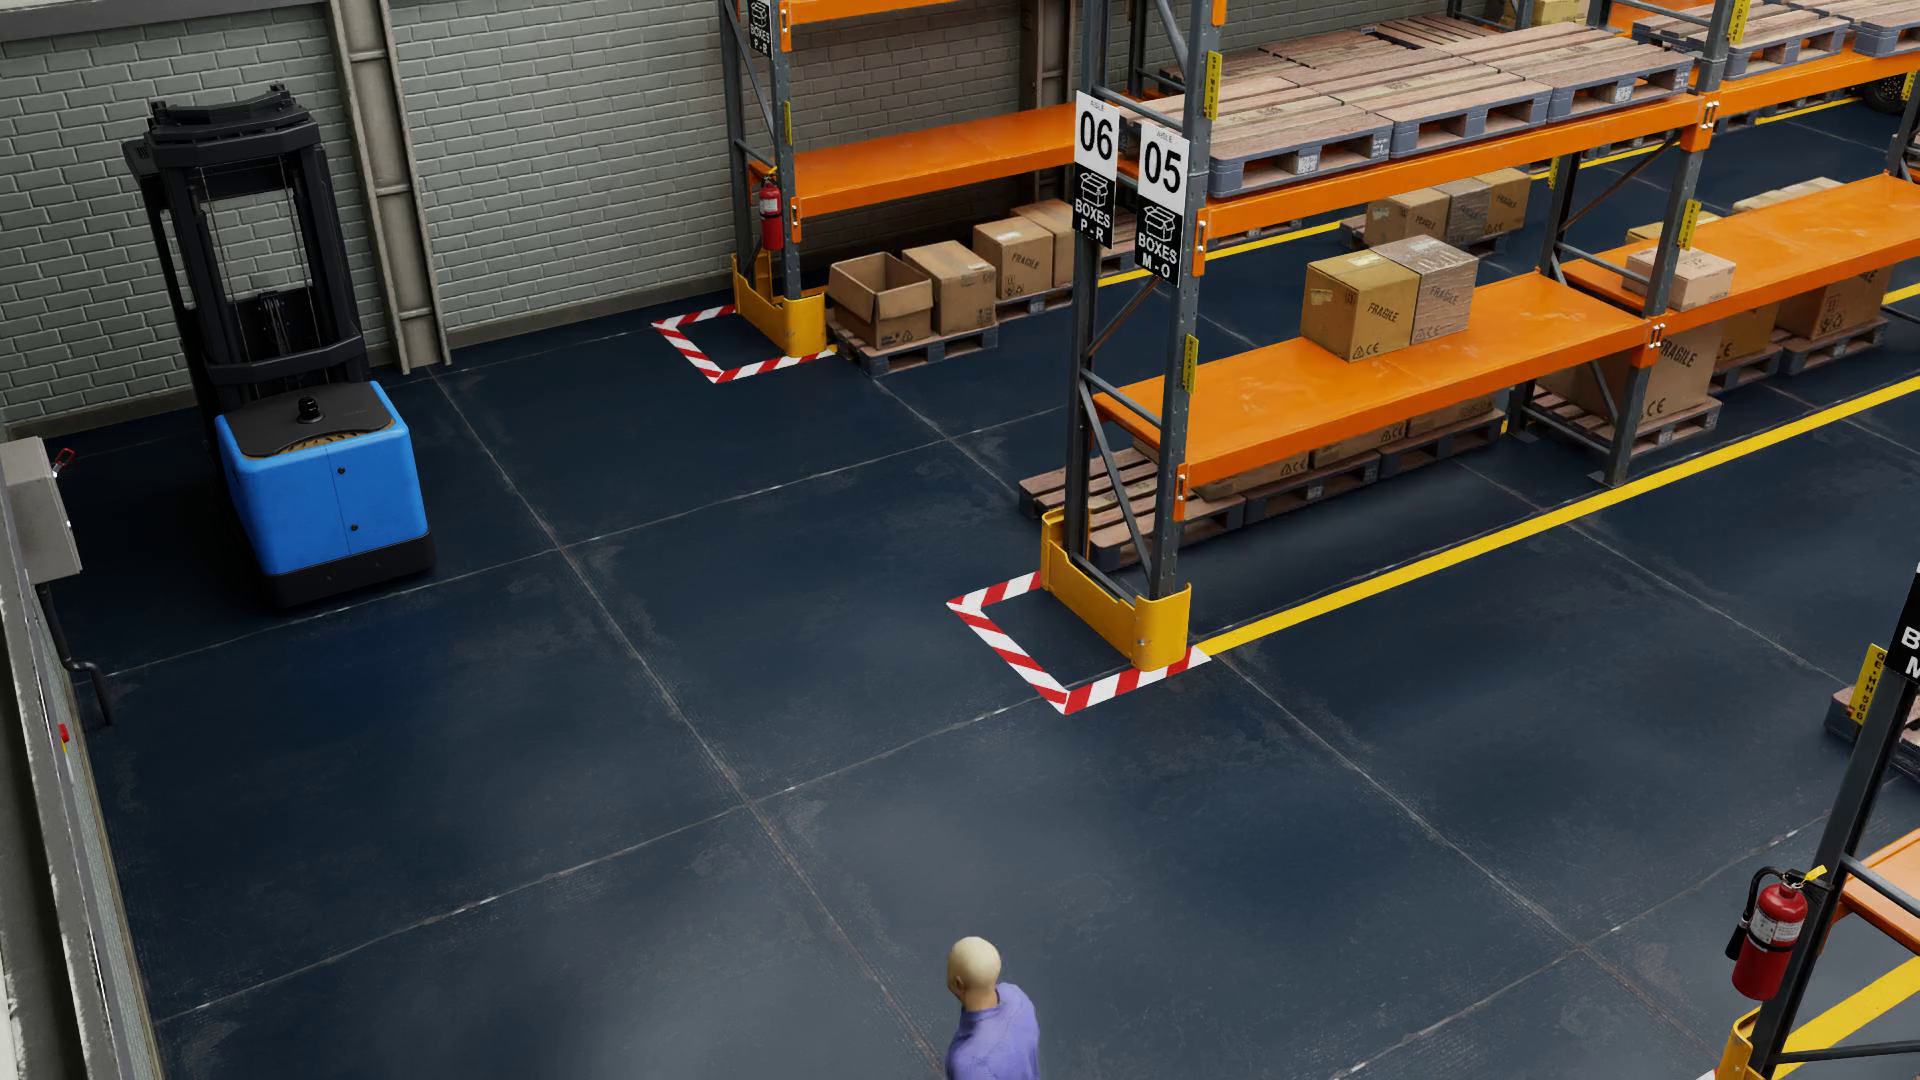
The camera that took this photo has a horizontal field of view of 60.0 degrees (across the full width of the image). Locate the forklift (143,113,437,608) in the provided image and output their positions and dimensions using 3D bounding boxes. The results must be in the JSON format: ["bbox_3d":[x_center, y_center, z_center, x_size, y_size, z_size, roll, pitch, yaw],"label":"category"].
[{"bbox_3d":[-4.289,-1.259,10.509,1.129,2.768,1.873,-17,36,-26],"label":"forklift"}]

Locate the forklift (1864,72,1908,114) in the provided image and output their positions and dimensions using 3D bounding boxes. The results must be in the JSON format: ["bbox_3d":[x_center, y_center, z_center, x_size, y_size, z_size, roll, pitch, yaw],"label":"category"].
[{"bbox_3d":[11.468,-5.645,18.244,1.214,2.155,2.313,-17,36,-26],"label":"forklift"}]

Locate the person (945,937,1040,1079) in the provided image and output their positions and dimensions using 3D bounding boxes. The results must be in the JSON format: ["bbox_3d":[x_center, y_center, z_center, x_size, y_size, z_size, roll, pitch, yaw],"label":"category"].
[{"bbox_3d":[0.110,2.177,6.010,0.679,1.750,0.625,16,35,24],"label":"person"}]
